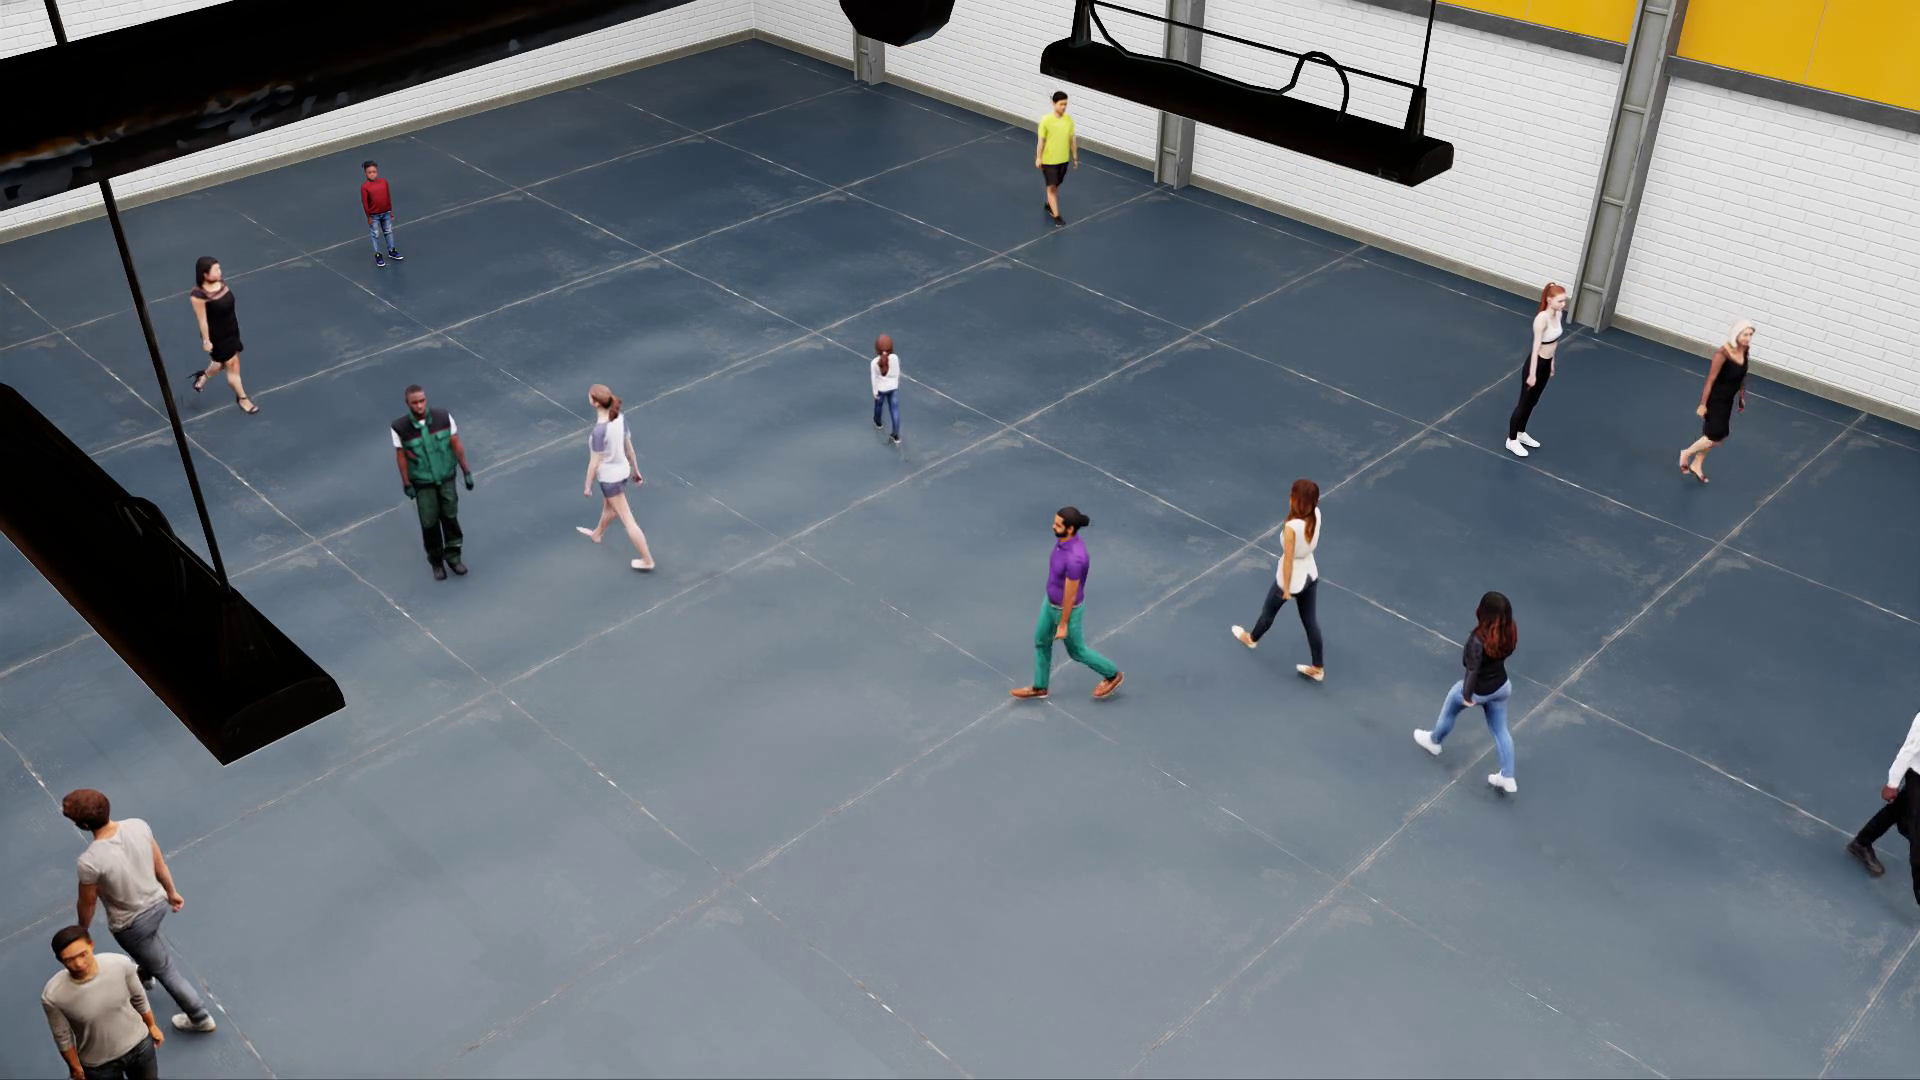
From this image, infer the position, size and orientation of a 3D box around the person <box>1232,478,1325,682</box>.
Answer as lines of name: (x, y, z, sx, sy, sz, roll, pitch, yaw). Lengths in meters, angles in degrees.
person: (2.706, 0.346, 12.977, 0.649, 1.736, 1.113, -25, 41, -32)

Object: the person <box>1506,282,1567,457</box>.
person: (5.552, -1.655, 15.984, 0.579, 1.741, 0.506, -27, 42, -35)

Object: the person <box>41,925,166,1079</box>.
person: (-4.705, 2.795, 9.225, 0.642, 1.811, 0.537, -27, 42, -35)

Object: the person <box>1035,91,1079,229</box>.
person: (1.149, -4.793, 20.773, 0.871, 1.664, 1.124, -14, 36, -20)

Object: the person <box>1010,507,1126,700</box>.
person: (0.905, 0.527, 12.702, 1.082, 1.739, 1.160, -8, 34, -12)

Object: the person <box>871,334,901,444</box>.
person: (-0.699, -1.477, 16.304, 0.683, 1.089, 0.841, -9, 35, -13)

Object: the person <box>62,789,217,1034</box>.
person: (-4.852, 2.276, 9.972, 1.178, 1.849, 0.971, 10, 35, 14)

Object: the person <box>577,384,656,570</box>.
person: (-2.895, -0.502, 14.266, 1.193, 1.722, 0.897, 13, 36, 19)

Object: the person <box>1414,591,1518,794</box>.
person: (3.831, 1.108, 11.963, 0.863, 1.589, 1.190, -17, 37, -23)

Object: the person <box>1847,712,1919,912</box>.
person: (6.364, 1.573, 11.076, 1.033, 1.797, 1.276, -10, 35, -15)

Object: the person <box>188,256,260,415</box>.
person: (-7.462, -2.033, 16.593, 1.060, 1.696, 0.959, 4, 34, 6)

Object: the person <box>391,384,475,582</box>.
person: (-4.513, -0.549, 14.238, 0.754, 1.831, 0.730, -20, 39, -27)

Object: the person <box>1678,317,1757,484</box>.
person: (7.004, -1.328, 15.497, 0.655, 1.734, 0.690, -22, 39, -29)

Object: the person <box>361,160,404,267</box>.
person: (-6.941, -3.928, 19.843, 0.504, 1.253, 0.479, -27, 42, -35)
